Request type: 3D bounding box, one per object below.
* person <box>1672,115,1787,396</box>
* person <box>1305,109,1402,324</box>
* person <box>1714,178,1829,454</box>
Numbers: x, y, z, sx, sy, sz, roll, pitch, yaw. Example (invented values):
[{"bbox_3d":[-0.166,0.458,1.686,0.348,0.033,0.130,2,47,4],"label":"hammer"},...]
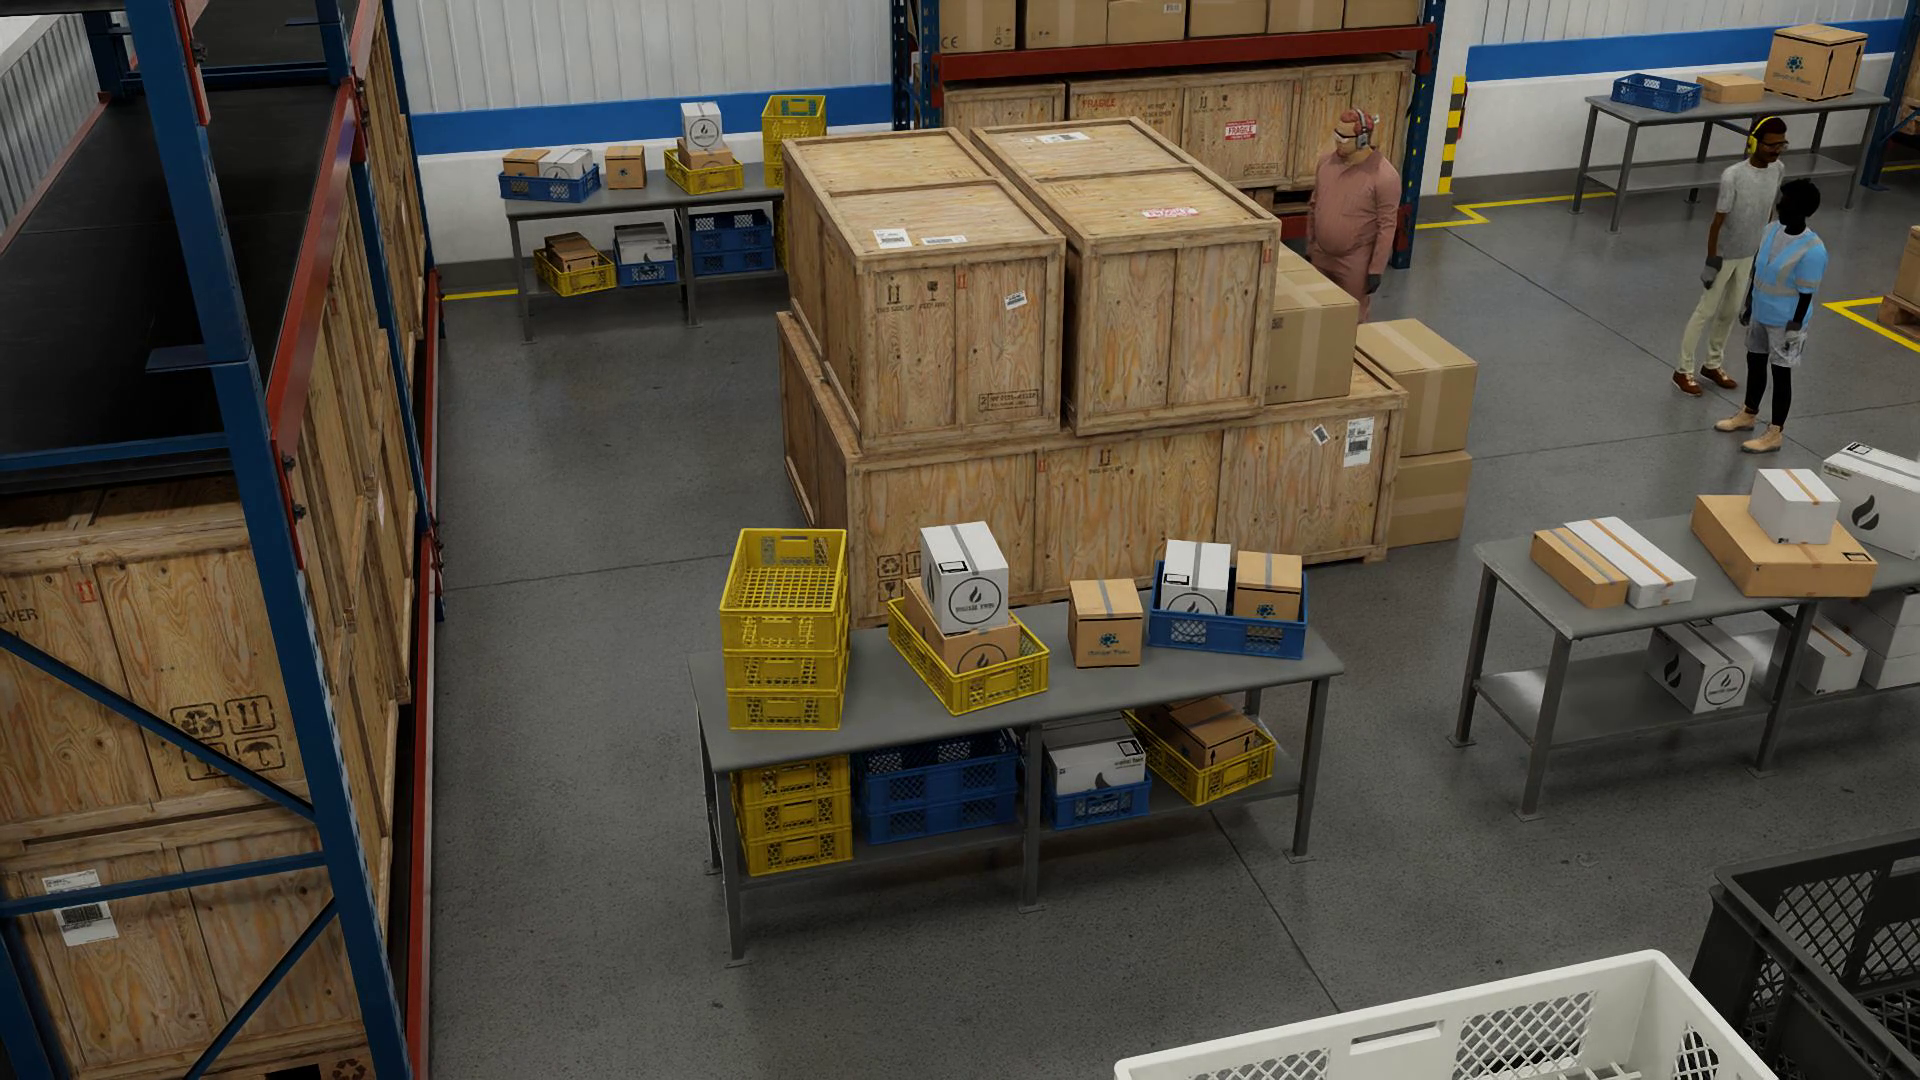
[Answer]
[{"bbox_3d":[5.039,-1.840,10.800,0.516,1.863,0.347,-11,31,-20],"label":"person"},{"bbox_3d":[2.462,-1.821,10.715,0.399,1.905,0.642,-22,35,-34],"label":"person"},{"bbox_3d":[4.956,-1.359,10.098,0.323,1.690,0.536,-5,29,-9],"label":"person"}]
